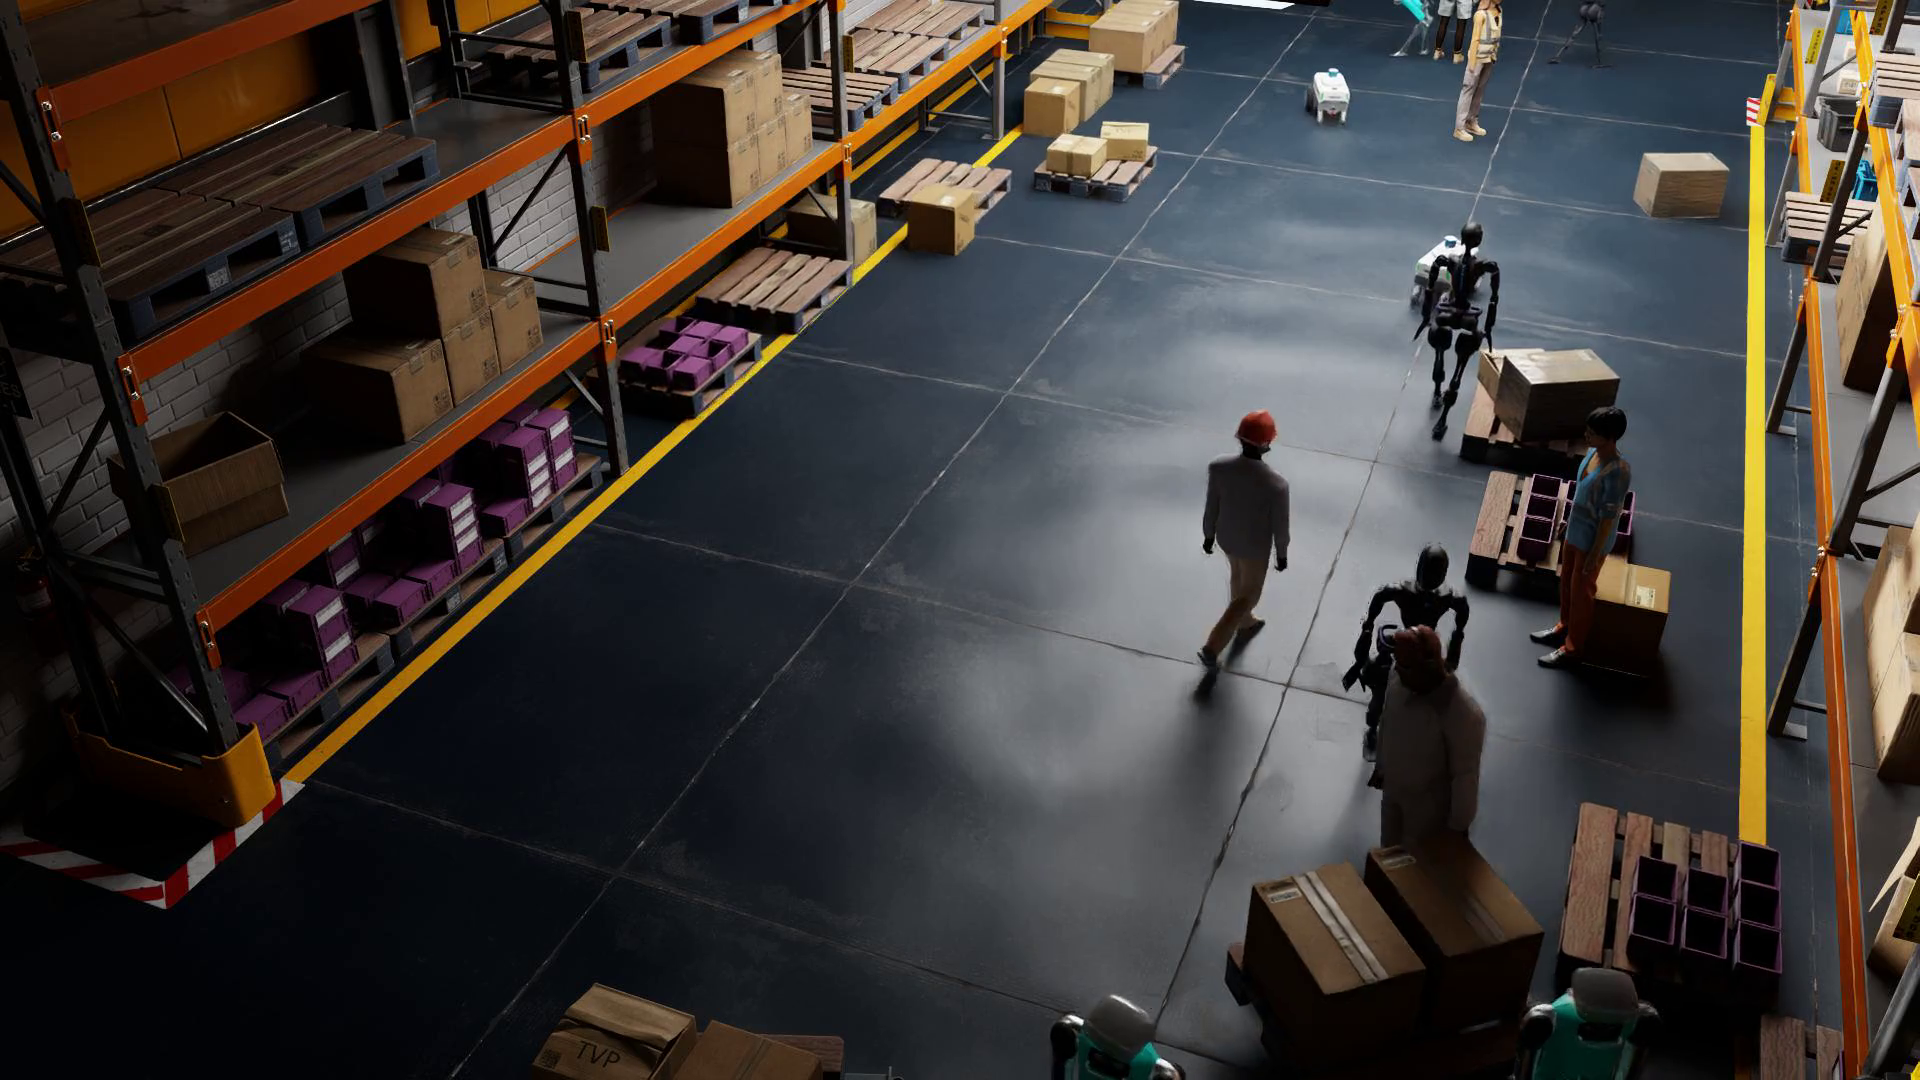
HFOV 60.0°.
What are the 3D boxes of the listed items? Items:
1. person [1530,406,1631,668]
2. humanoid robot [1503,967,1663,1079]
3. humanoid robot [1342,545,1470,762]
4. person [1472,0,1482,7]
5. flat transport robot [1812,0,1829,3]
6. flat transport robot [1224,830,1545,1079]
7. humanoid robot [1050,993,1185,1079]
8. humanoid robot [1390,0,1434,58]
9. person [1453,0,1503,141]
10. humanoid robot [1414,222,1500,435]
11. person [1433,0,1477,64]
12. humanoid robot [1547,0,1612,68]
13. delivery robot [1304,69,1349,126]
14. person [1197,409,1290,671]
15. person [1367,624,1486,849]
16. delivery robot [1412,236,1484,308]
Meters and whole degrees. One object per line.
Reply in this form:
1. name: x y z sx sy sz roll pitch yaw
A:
1. person: 3.849 -0.024 10.259 0.345 1.759 0.498 0 33 -1
2. humanoid robot: 2.372 2.485 6.407 0.540 1.793 0.734 -2 33 -3
3. humanoid robot: 2.466 0.708 9.244 0.615 1.616 0.806 3 33 5
4. person: 7.179 -8.168 22.763 0.898 1.862 0.555 -28 42 -36
5. flat transport robot: 12.441 -8.011 23.989 1.431 0.231 0.659 -27 41 -35
6. flat transport robot: 2.001 2.377 7.914 0.659 0.231 1.431 -10 34 -15
7. humanoid robot: 0.397 2.586 6.285 0.541 1.796 0.920 20 38 28
8. humanoid robot: 5.795 -6.946 20.988 0.880 1.768 0.585 17 36 24
9. person: 5.813 -5.341 18.466 0.479 1.776 0.319 -27 42 -35
10. humanoid robot: 3.856 -1.671 12.911 0.601 1.621 0.766 13 35 19
11. person: 6.266 -6.858 20.894 0.534 1.692 0.319 23 40 32
12. humanoid robot: 7.870 -6.708 20.735 0.778 1.642 0.591 0 33 0
13. delivery robot: 4.306 -5.174 19.353 0.499 0.614 0.815 2 33 3
14. person: 1.741 -0.007 10.259 0.769 1.727 0.564 -27 42 -35
15. person: 2.306 1.216 8.231 0.505 1.876 0.674 -11 34 -16
16. delivery robot: 4.430 -2.477 15.150 0.499 0.583 0.774 22 39 30
